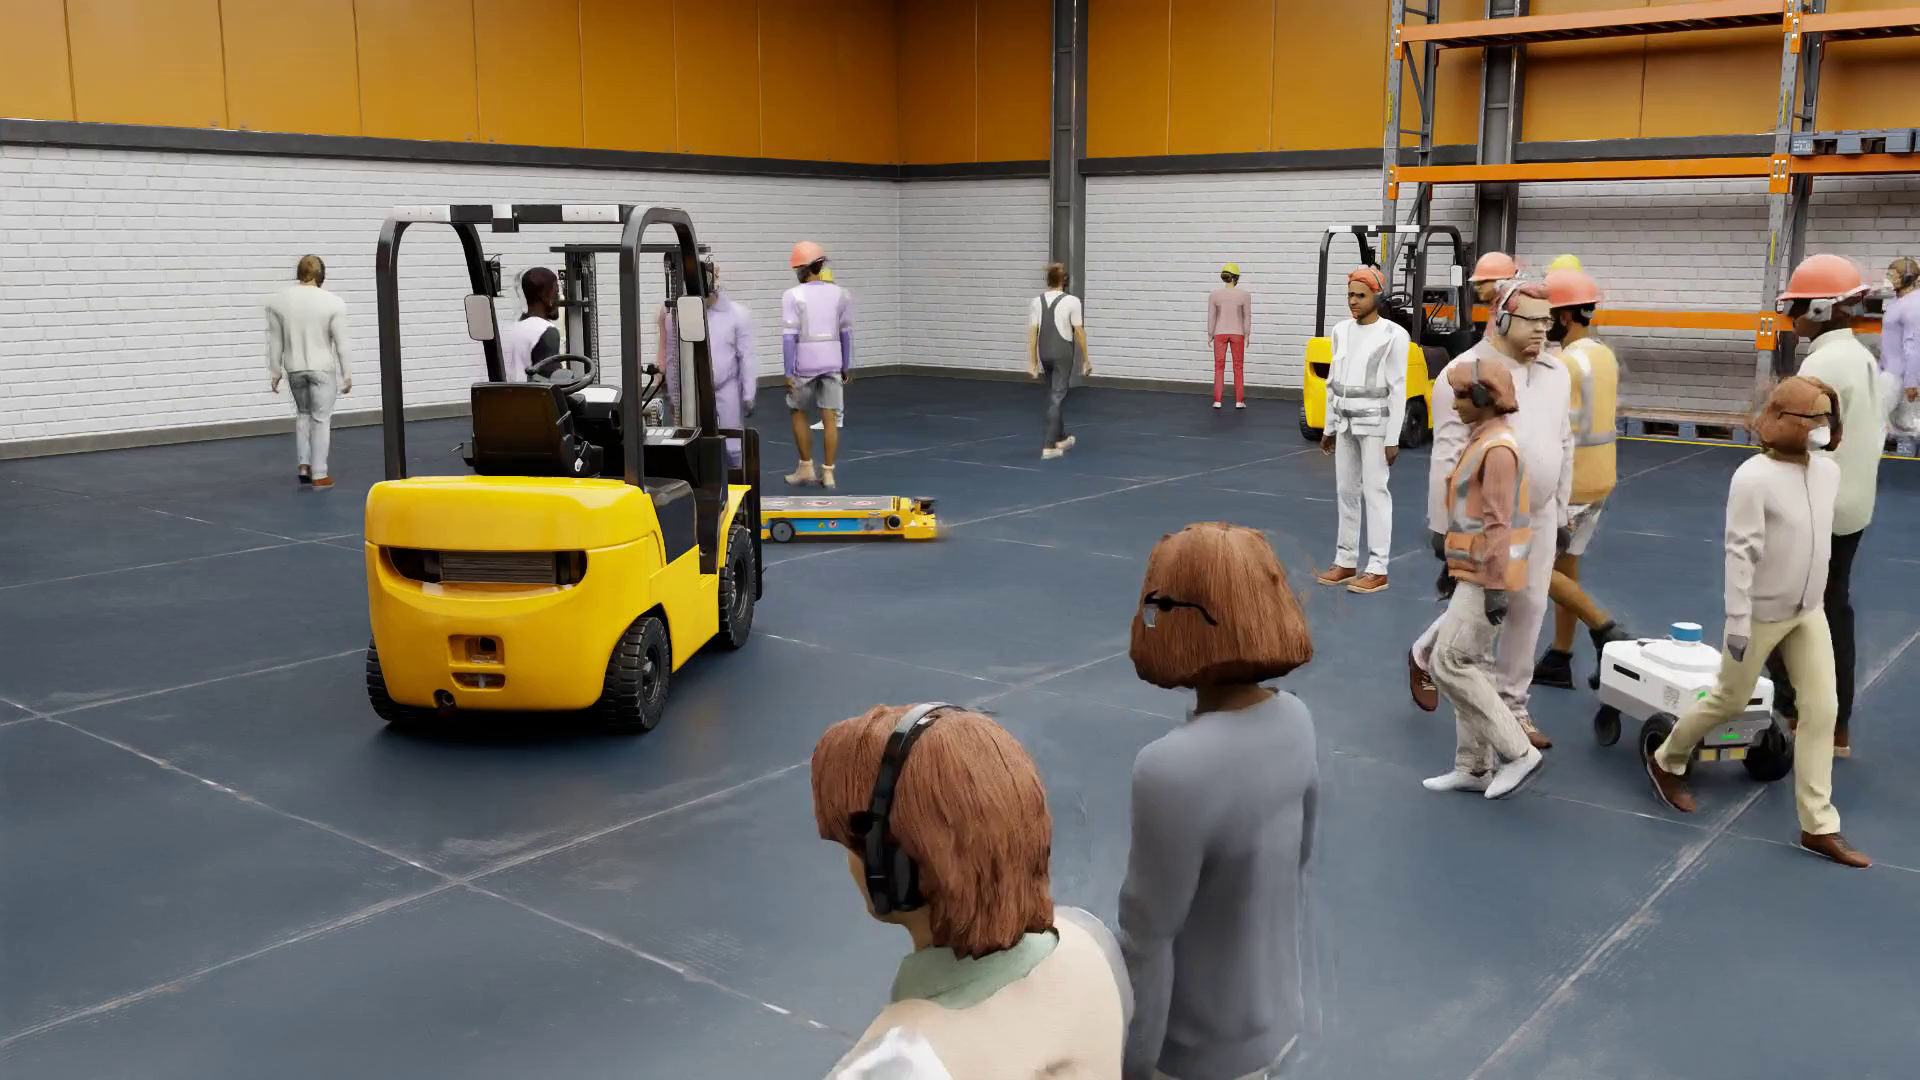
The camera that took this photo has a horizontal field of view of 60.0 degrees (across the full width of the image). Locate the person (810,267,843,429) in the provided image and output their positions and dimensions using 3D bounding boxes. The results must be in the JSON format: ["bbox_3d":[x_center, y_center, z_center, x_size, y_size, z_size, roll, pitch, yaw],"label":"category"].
[{"bbox_3d":[-1.465,-2.070,17.992,0.308,1.743,0.494,5,11,25],"label":"person"}]

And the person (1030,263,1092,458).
[{"bbox_3d":[0.996,-1.698,15.730,0.519,1.817,0.834,8,13,38],"label":"person"}]

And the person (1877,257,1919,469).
[{"bbox_3d":[7.701,-1.334,13.482,0.898,1.910,0.631,5,11,24],"label":"person"}]

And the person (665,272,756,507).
[{"bbox_3d":[-1.798,-1.075,12.136,0.677,1.877,0.823,1,10,4],"label":"person"}]

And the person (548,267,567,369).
[{"bbox_3d":[-3.541,-1.613,15.254,0.403,1.825,0.597,3,11,14],"label":"person"}]

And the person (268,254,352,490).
[{"bbox_3d":[-5.281,-1.367,13.607,0.654,1.917,0.492,0,10,2],"label":"person"}]

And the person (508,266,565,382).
[{"bbox_3d":[-2.583,-0.701,10.028,0.911,1.886,0.589,-5,12,-28],"label":"person"}]

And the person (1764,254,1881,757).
[{"bbox_3d":[3.348,-0.124,6.555,0.518,1.974,0.656,10,14,43],"label":"person"}]

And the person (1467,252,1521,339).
[{"bbox_3d":[3.654,-0.892,10.870,0.793,1.971,0.617,2,10,11],"label":"person"}]

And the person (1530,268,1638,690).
[{"bbox_3d":[2.766,-0.243,7.402,0.543,1.914,0.582,-10,14,-44],"label":"person"}]

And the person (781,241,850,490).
[{"bbox_3d":[-1.184,-1.424,13.665,0.693,2.025,0.544,-5,12,-28],"label":"person"}]

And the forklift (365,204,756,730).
[{"bbox_3d":[-1.766,-0.406,7.525,1.214,2.155,2.313,1,10,7],"label":"forklift"}]

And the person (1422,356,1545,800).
[{"bbox_3d":[1.890,0.147,6.051,0.363,1.623,0.525,3,11,15],"label":"person"}]

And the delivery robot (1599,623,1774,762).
[{"bbox_3d":[2.797,0.563,6.436,0.477,0.478,0.707,-2,10,-10],"label":"delivery robot"}]

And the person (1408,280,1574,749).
[{"bbox_3d":[2.184,-0.115,6.800,0.652,1.880,0.601,-4,11,-22],"label":"person"}]

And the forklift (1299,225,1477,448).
[{"bbox_3d":[4.449,-2.115,16.993,1.214,2.155,2.313,8,13,38],"label":"forklift"}]

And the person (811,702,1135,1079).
[{"bbox_3d":[0.031,0.946,1.702,0.839,1.594,0.498,8,13,39],"label":"person"}]

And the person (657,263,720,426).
[{"bbox_3d":[-2.193,-1.324,13.498,0.681,1.870,0.624,6,12,28],"label":"person"}]

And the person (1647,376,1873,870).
[{"bbox_3d":[2.724,0.233,5.635,0.511,1.598,0.822,-4,11,-23],"label":"person"}]

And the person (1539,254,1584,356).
[{"bbox_3d":[5.210,-1.491,14.322,0.695,1.903,0.624,7,12,35],"label":"person"}]

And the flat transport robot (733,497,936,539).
[{"bbox_3d":[-0.889,-0.161,11.498,1.431,0.197,0.652,0,10,-2],"label":"flat transport robot"}]

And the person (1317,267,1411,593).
[{"bbox_3d":[2.346,-0.635,9.674,0.349,1.879,0.579,-6,12,-30],"label":"person"}]

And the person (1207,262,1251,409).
[{"bbox_3d":[3.250,-2.461,20.106,0.526,1.765,0.329,2,11,13],"label":"person"}]

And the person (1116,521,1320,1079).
[{"bbox_3d":[0.419,0.778,2.562,0.528,1.617,0.521,6,12,32],"label":"person"}]
